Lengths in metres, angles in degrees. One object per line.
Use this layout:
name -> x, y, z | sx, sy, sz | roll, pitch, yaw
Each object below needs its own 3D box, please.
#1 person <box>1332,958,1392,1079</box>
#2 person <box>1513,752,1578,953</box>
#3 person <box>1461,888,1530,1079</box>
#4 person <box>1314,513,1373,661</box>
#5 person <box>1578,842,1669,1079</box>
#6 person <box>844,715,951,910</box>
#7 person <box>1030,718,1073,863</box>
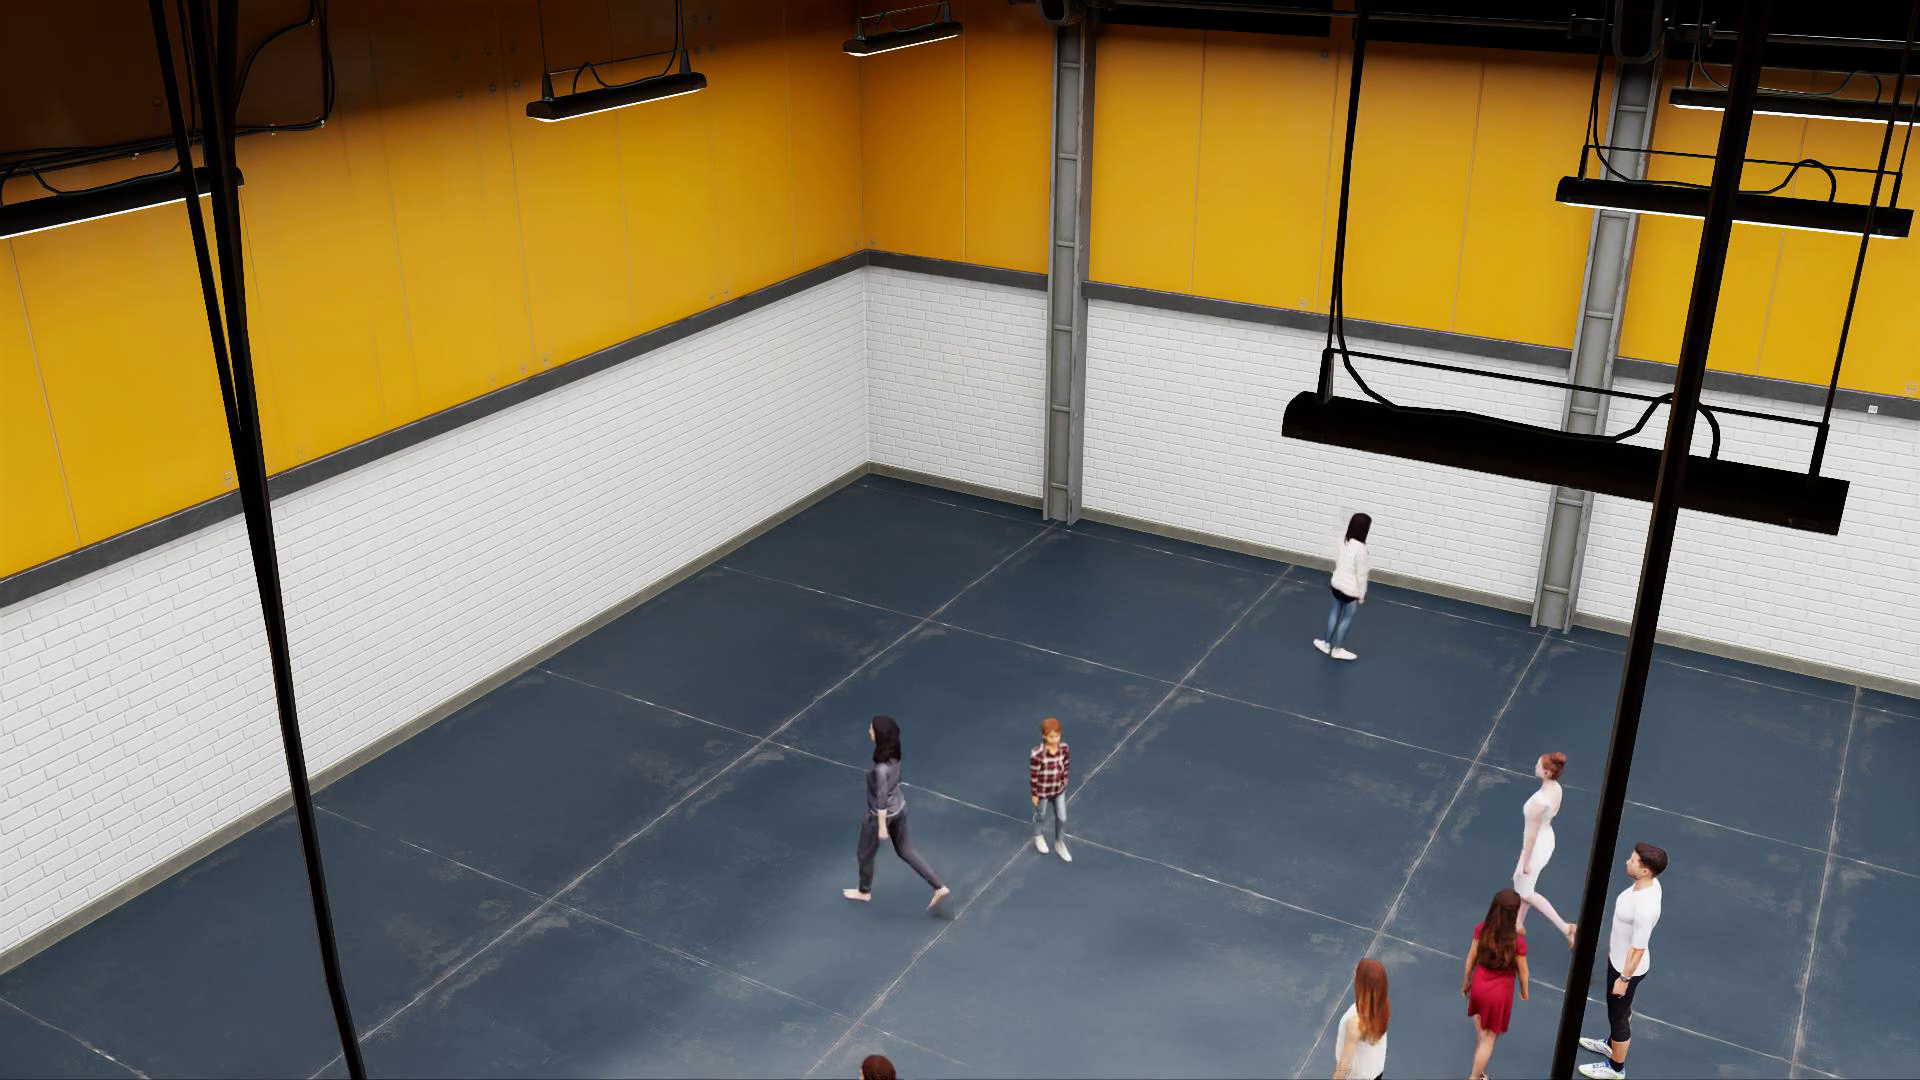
person -> 2.589, 3.380, 10.445 | 0.590, 1.716, 0.635 | 18, 30, 36
person -> 4.448, 2.412, 12.587 | 0.931, 1.775, 0.655 | 18, 30, 36
person -> 3.598, 3.098, 11.326 | 0.908, 1.527, 0.724 | 19, 30, 37
person -> 3.992, 0.462, 17.232 | 0.877, 1.629, 0.727 | -17, 29, -34
person -> 4.588, 2.879, 11.423 | 0.610, 1.851, 0.709 | 9, 25, 19
person -> -0.487, 2.199, 13.136 | 1.162, 1.725, 0.716 | 9, 25, 19
person -> 0.722, 2.046, 14.026 | 0.717, 1.292, 0.781 | -7, 25, -16
